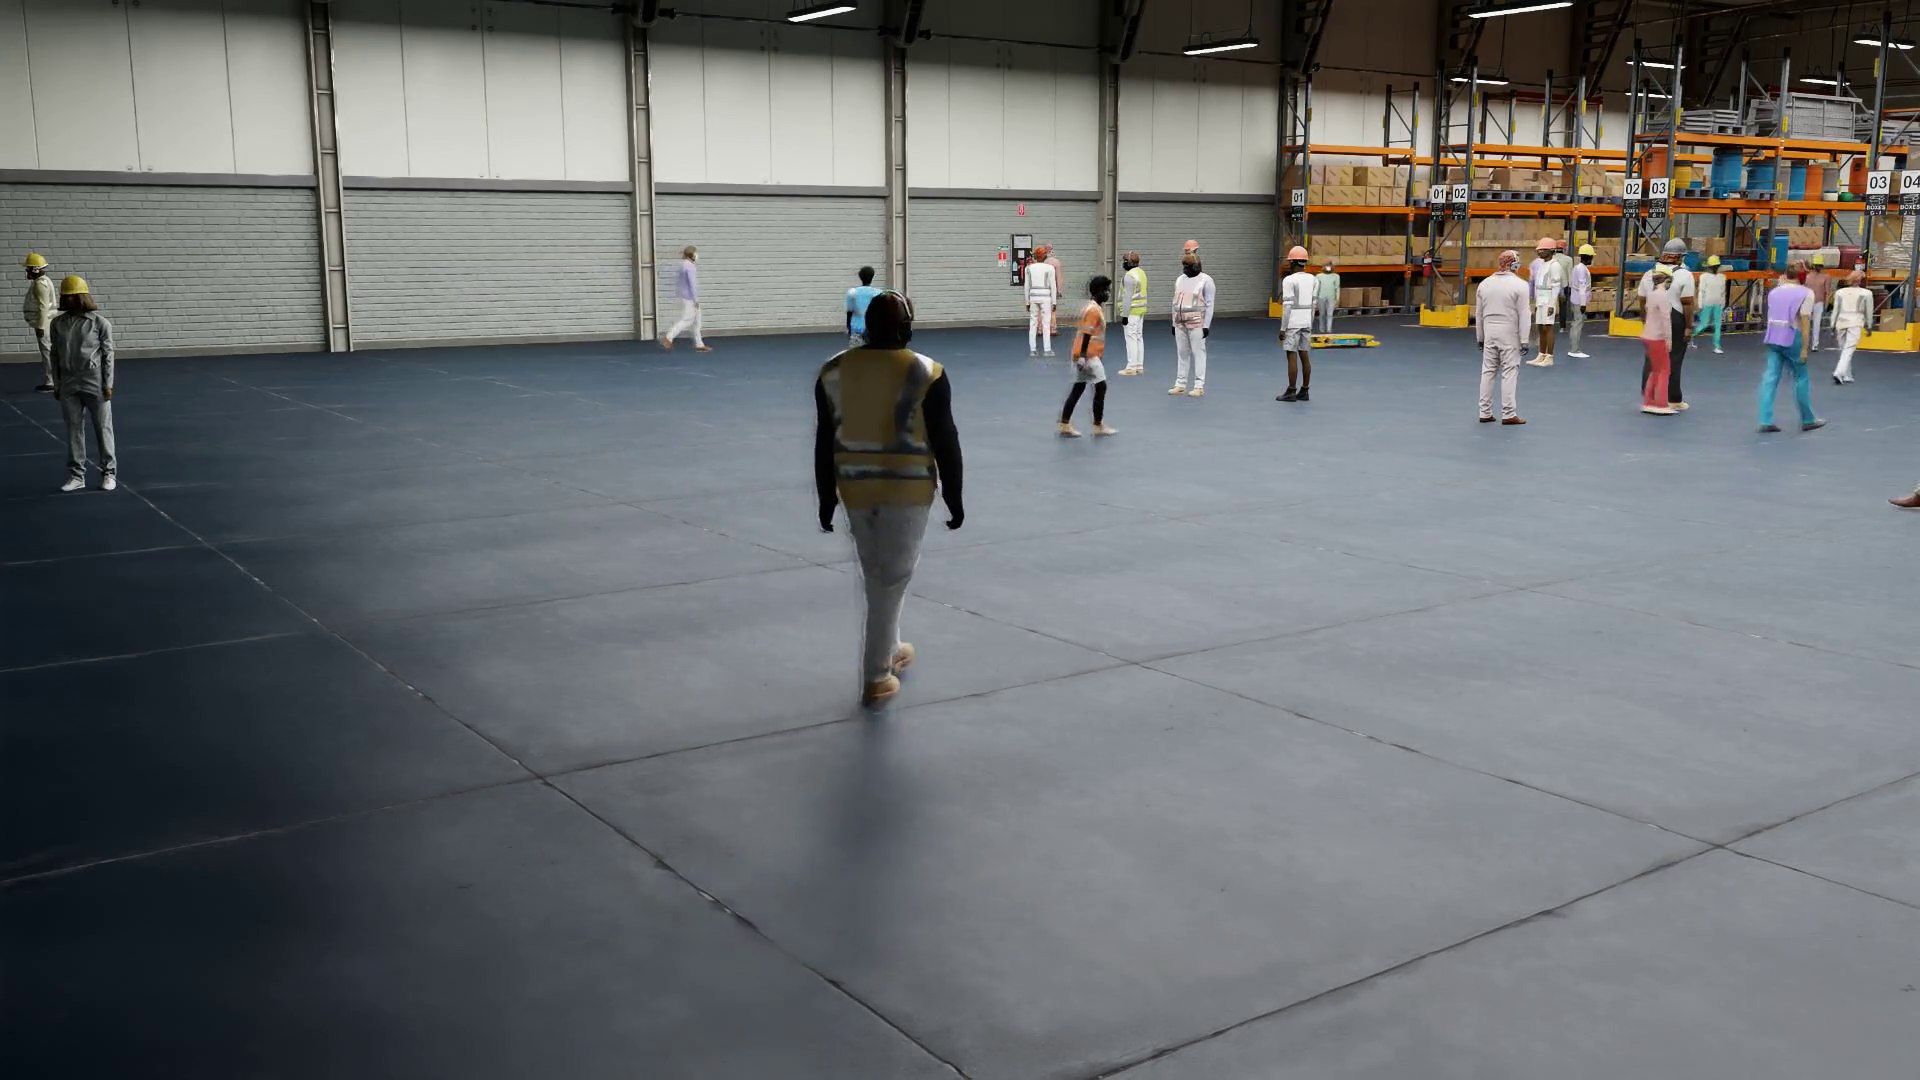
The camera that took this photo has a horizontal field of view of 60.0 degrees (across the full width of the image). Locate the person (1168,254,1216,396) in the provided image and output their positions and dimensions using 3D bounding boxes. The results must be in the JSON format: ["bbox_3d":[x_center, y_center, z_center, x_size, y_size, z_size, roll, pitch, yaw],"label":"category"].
[{"bbox_3d":[2.991,-2.784,21.590,0.429,1.837,0.621,-10,14,-43],"label":"person"}]

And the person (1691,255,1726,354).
[{"bbox_3d":[13.289,-4.184,29.500,0.553,1.737,0.620,-2,10,-9],"label":"person"}]

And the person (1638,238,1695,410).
[{"bbox_3d":[8.495,-2.582,19.912,0.535,2.000,0.684,-7,12,-32],"label":"person"}]

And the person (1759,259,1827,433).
[{"bbox_3d":[8.820,-2.037,17.536,0.881,1.807,0.601,-4,11,-23],"label":"person"}]

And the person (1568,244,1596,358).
[{"bbox_3d":[10.643,-4.084,28.457,0.372,1.925,0.595,2,11,12],"label":"person"}]

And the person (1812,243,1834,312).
[{"bbox_3d":[23.857,-7.248,45.913,0.985,1.883,0.549,-8,13,-37],"label":"person"}]

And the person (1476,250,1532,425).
[{"bbox_3d":[6.008,-2.227,18.338,0.403,1.906,0.651,-8,13,-37],"label":"person"}]

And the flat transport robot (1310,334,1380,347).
[{"bbox_3d":[7.078,-3.742,31.129,1.431,0.197,0.652,-4,11,-20],"label":"flat transport robot"}]

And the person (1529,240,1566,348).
[{"bbox_3d":[10.877,-4.560,30.852,0.452,1.996,0.655,-7,13,-35],"label":"person"}]

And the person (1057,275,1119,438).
[{"bbox_3d":[1.338,-1.867,16.998,0.728,1.654,0.550,0,10,-2],"label":"person"}]

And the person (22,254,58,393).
[{"bbox_3d":[-12.193,-2.873,22.077,0.403,1.833,0.586,-5,11,-24],"label":"person"}]

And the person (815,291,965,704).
[{"bbox_3d":[-0.269,-0.213,7.550,0.646,1.808,0.845,4,11,23],"label":"person"}]

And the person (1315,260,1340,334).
[{"bbox_3d":[7.526,-4.948,34.134,0.515,1.587,0.888,2,11,11],"label":"person"}]

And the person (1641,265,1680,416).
[{"bbox_3d":[8.128,-2.309,19.248,0.448,1.724,0.600,1,10,6],"label":"person"}]

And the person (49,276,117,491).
[{"bbox_3d":[-7.126,-1.266,13.514,0.486,1.744,0.294,-1,10,-7],"label":"person"}]

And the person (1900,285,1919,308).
[{"bbox_3d":[19.214,-4.984,33.396,0.626,1.934,0.363,5,11,26],"label":"person"}]

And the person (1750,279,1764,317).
[{"bbox_3d":[20.501,-6.636,42.624,0.328,1.865,0.517,-7,12,-34],"label":"person"}]

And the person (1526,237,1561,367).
[{"bbox_3d":[9.255,-3.758,26.356,0.379,2.041,0.616,0,10,-3],"label":"person"}]

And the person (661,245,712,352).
[{"bbox_3d":[-4.886,-4.282,29.606,0.844,1.913,0.637,-3,11,-15],"label":"person"}]

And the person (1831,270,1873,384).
[{"bbox_3d":[12.483,-2.989,23.352,0.822,1.606,0.528,-8,13,-37],"label":"person"}]

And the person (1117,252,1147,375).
[{"bbox_3d":[2.564,-3.375,24.843,0.430,1.836,0.627,5,11,25],"label":"person"}]

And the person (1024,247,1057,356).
[{"bbox_3d":[1.398,-4.117,28.758,0.576,1.885,0.355,4,11,22],"label":"person"}]

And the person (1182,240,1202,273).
[{"bbox_3d":[4.619,-4.984,33.213,0.396,1.990,0.622,1,10,5],"label":"person"}]

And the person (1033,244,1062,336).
[{"bbox_3d":[1.834,-5.186,34.564,0.649,1.904,0.401,6,12,29],"label":"person"}]

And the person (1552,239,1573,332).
[{"bbox_3d":[12.925,-5.482,35.934,0.611,1.996,0.379,6,12,31],"label":"person"}]

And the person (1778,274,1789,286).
[{"bbox_3d":[15.690,-4.466,31.392,0.514,1.615,0.461,8,13,36],"label":"person"}]

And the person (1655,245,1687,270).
[{"bbox_3d":[12.694,-4.355,29.835,0.373,1.966,0.607,-9,14,-40],"label":"person"}]

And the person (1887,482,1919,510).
[{"bbox_3d":[7.423,-1.120,12.508,0.809,1.815,0.540,4,11,19],"label":"person"}]

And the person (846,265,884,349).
[{"bbox_3d":[-1.244,-2.791,22.034,0.540,1.677,0.521,0,10,-1],"label":"person"}]

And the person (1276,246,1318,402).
[{"bbox_3d":[4.209,-2.699,20.837,0.546,1.938,0.361,-7,13,-35],"label":"person"}]

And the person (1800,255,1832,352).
[{"bbox_3d":[15.511,-4.303,30.226,0.524,1.728,0.882,5,12,27],"label":"person"}]
